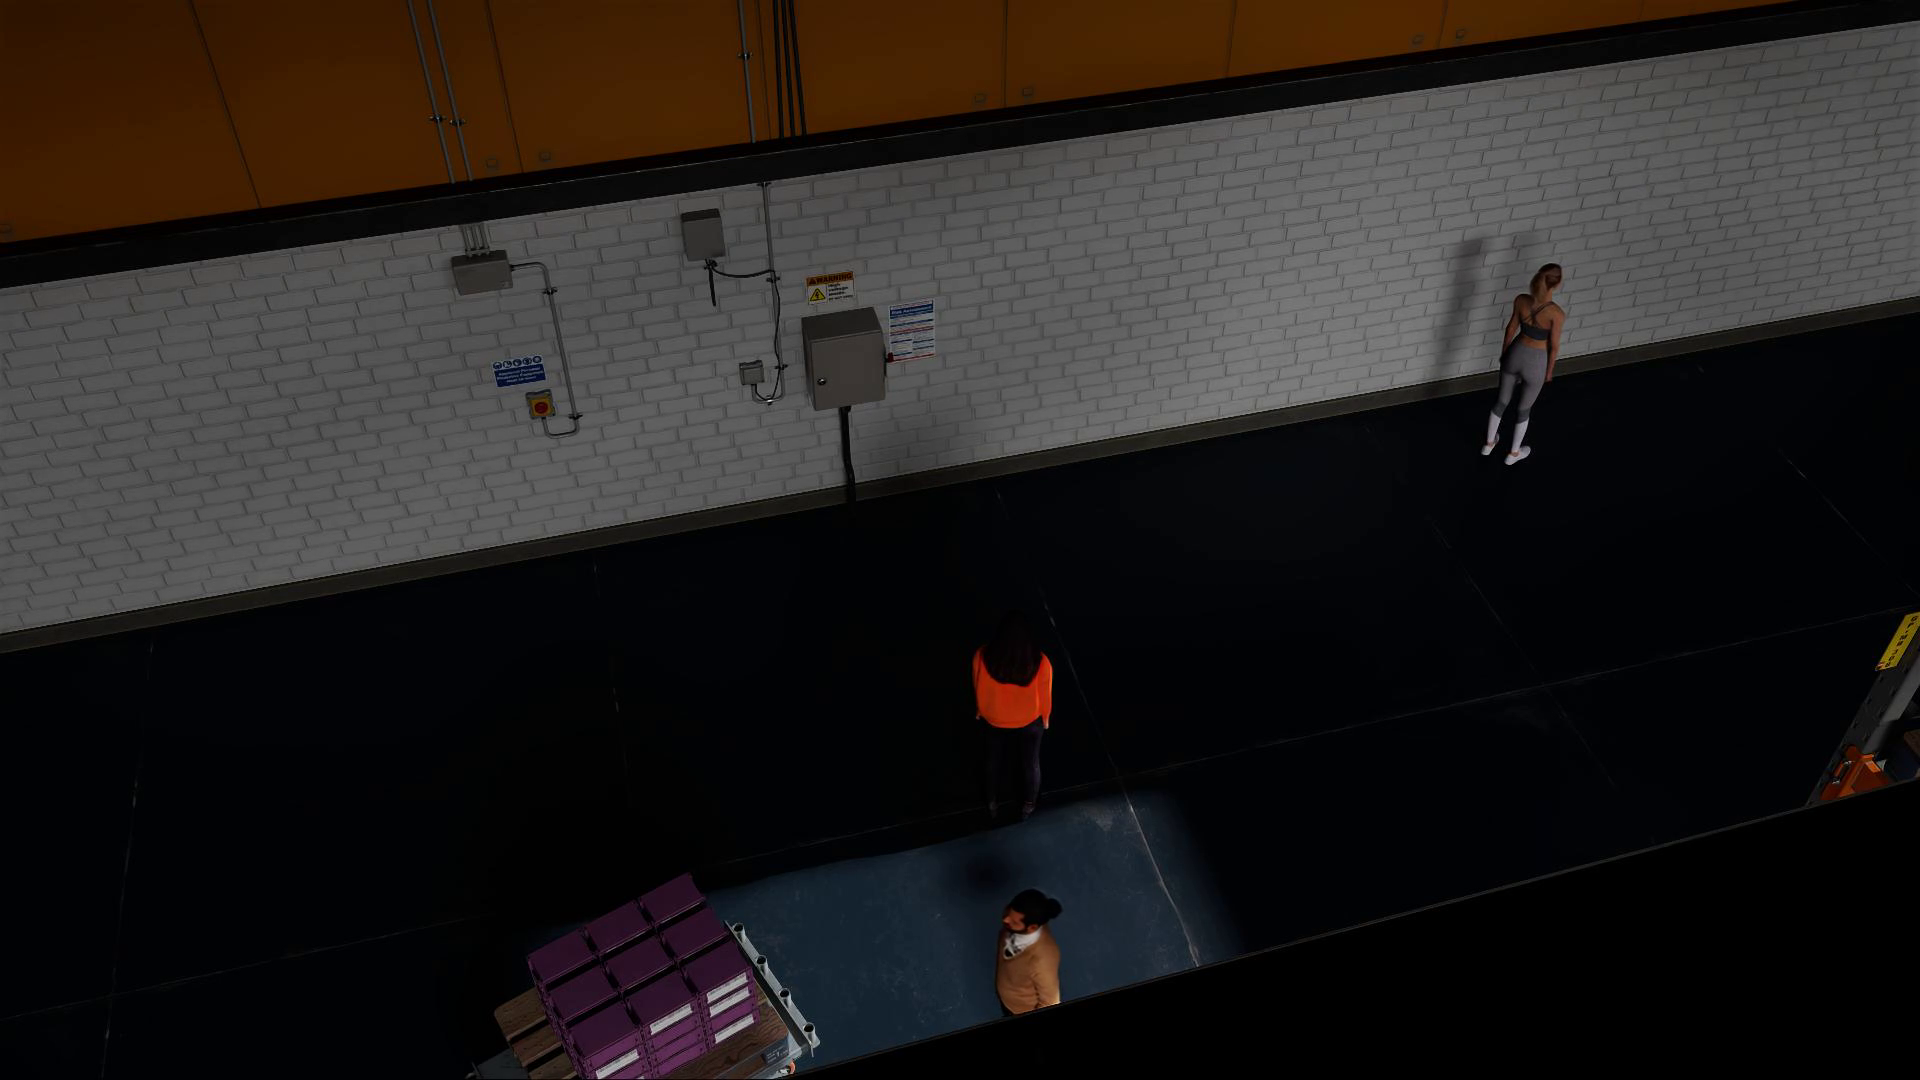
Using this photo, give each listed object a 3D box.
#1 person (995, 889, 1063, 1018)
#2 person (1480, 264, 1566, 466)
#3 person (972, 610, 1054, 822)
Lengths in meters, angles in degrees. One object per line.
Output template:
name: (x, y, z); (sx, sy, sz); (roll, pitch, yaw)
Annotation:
person: (0.335, 2.301, 8.400); (0.734, 1.754, 0.557); (-15, 46, -15)
person: (4.146, -1.292, 12.206); (0.624, 1.707, 0.712); (31, 52, 28)
person: (0.306, 1.034, 9.734); (0.704, 1.748, 0.699); (7, 44, 8)
